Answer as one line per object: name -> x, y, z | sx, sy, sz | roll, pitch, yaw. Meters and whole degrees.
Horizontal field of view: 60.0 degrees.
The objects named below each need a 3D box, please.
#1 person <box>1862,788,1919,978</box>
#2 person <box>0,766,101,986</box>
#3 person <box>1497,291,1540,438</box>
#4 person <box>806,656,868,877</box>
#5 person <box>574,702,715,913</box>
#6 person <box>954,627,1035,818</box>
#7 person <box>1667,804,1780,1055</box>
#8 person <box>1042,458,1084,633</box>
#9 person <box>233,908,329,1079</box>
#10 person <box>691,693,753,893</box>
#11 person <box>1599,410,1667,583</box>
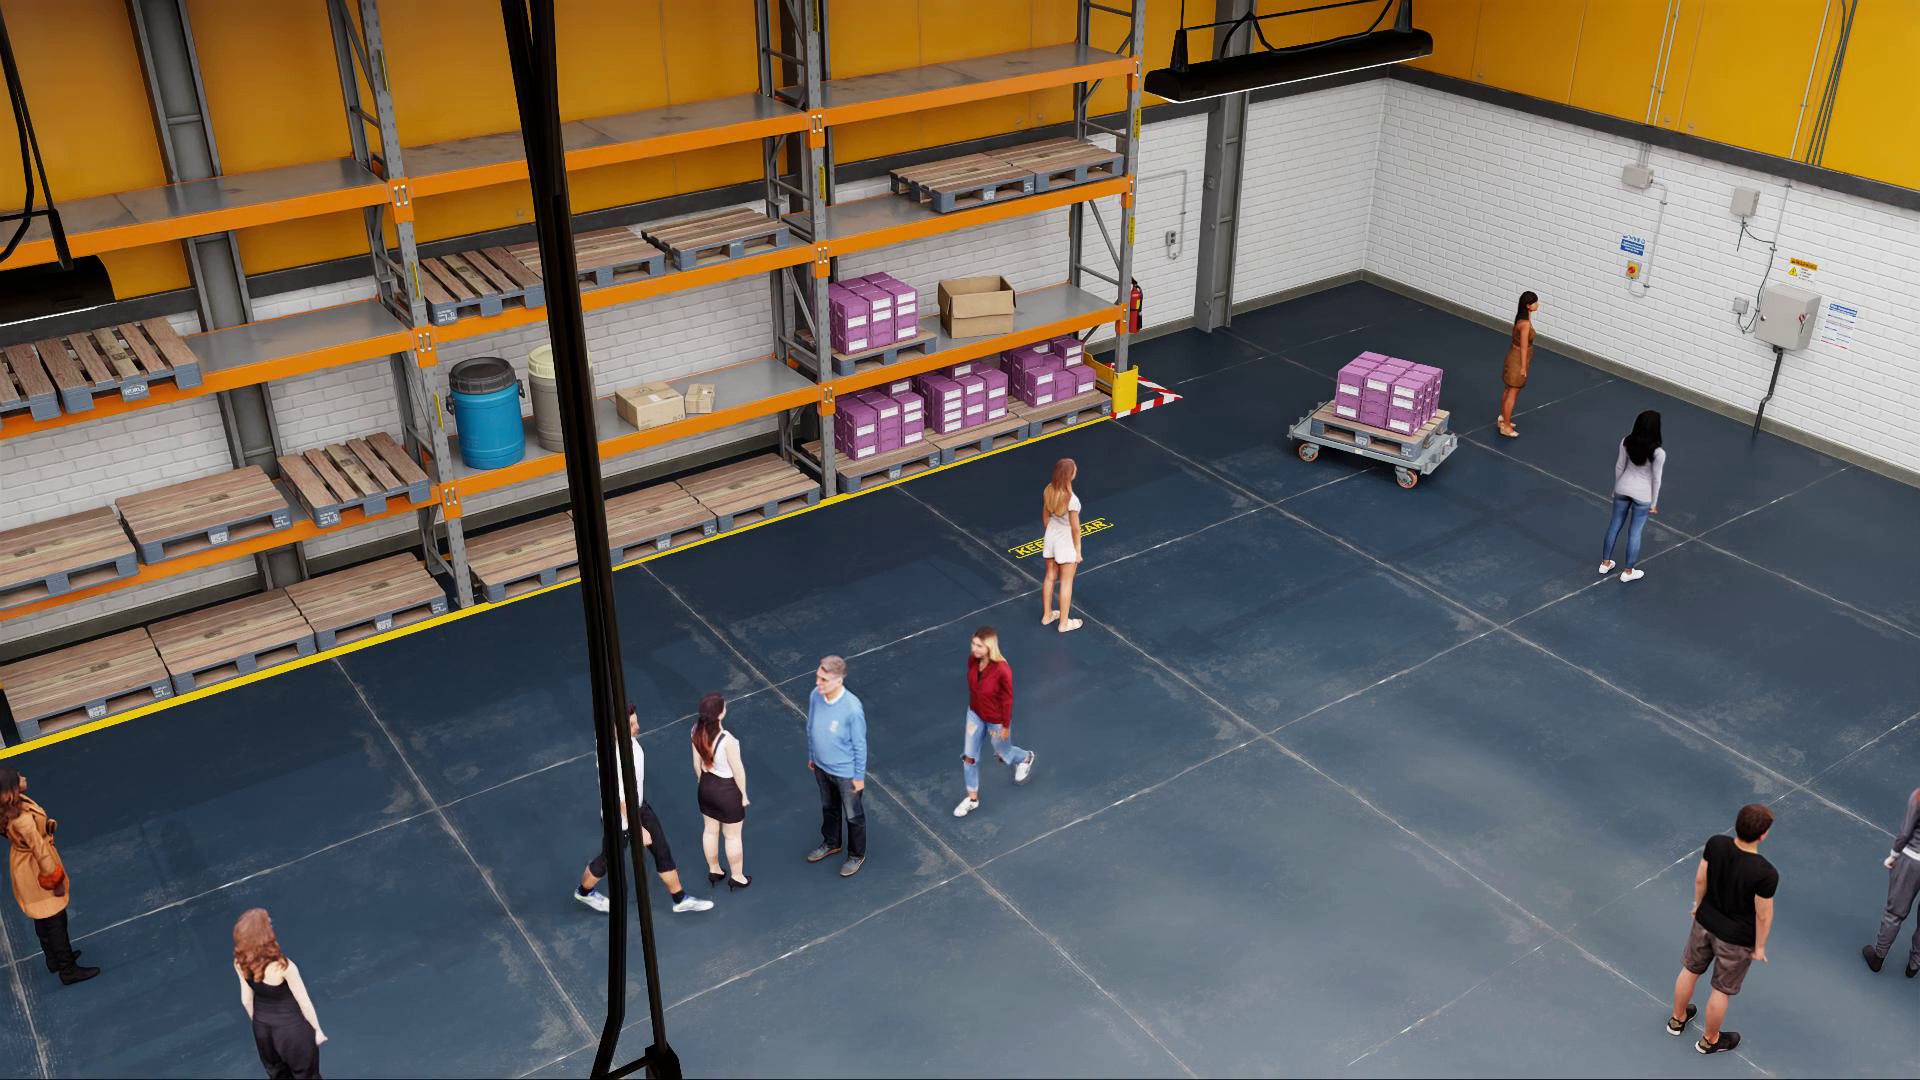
person -> 6.403, 2.159, 11.039 | 0.659, 1.779, 0.679 | 11, 30, 19
person -> -6.107, 2.206, 11.014 | 0.741, 1.720, 0.678 | 22, 36, 35
person -> 6.293, -1.999, 18.756 | 0.694, 1.690, 0.632 | 5, 29, 9
person -> -0.879, 1.600, 12.025 | 0.720, 1.817, 0.666 | 20, 35, 33
person -> -2.403, 1.896, 11.492 | 1.234, 1.807, 1.233 | 6, 29, 10
person -> 0.274, 1.337, 12.726 | 0.801, 1.606, 1.110 | 21, 35, 34
person -> 4.805, 2.427, 10.463 | 0.577, 1.861, 0.681 | -17, 33, -28
person -> 0.910, 0.031, 15.027 | 0.566, 1.696, 0.588 | -23, 36, -35
person -> -3.993, 2.873, 9.765 | 0.660, 1.747, 0.718 | 5, 29, 10
person -> -1.708, 1.795, 11.843 | 0.635, 1.649, 0.651 | 14, 31, 23
person -> 6.411, -0.429, 15.829 | 0.547, 1.736, 0.620 | -22, 36, -35
